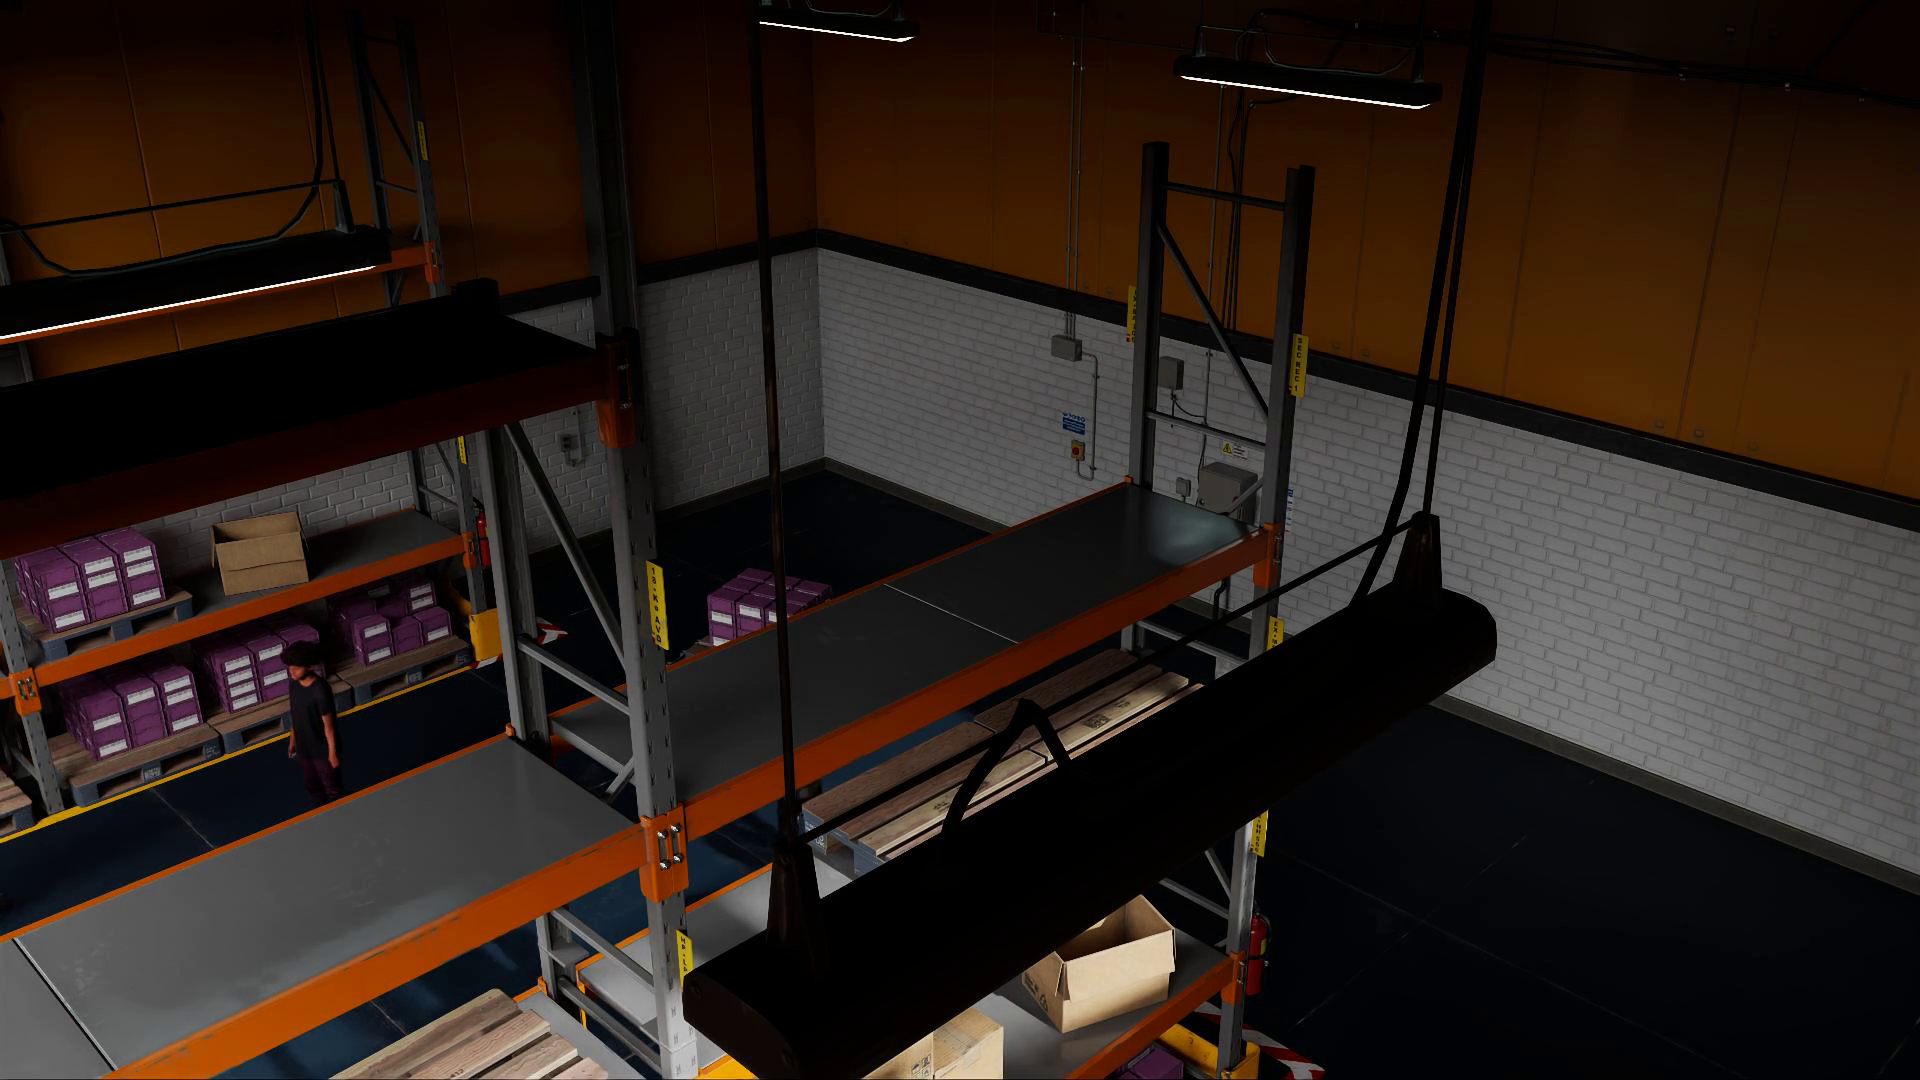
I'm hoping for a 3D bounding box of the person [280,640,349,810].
[{"bbox_3d":[-5.055,1.583,13.106,0.669,1.777,0.615,16,28,32],"label":"person"}]
